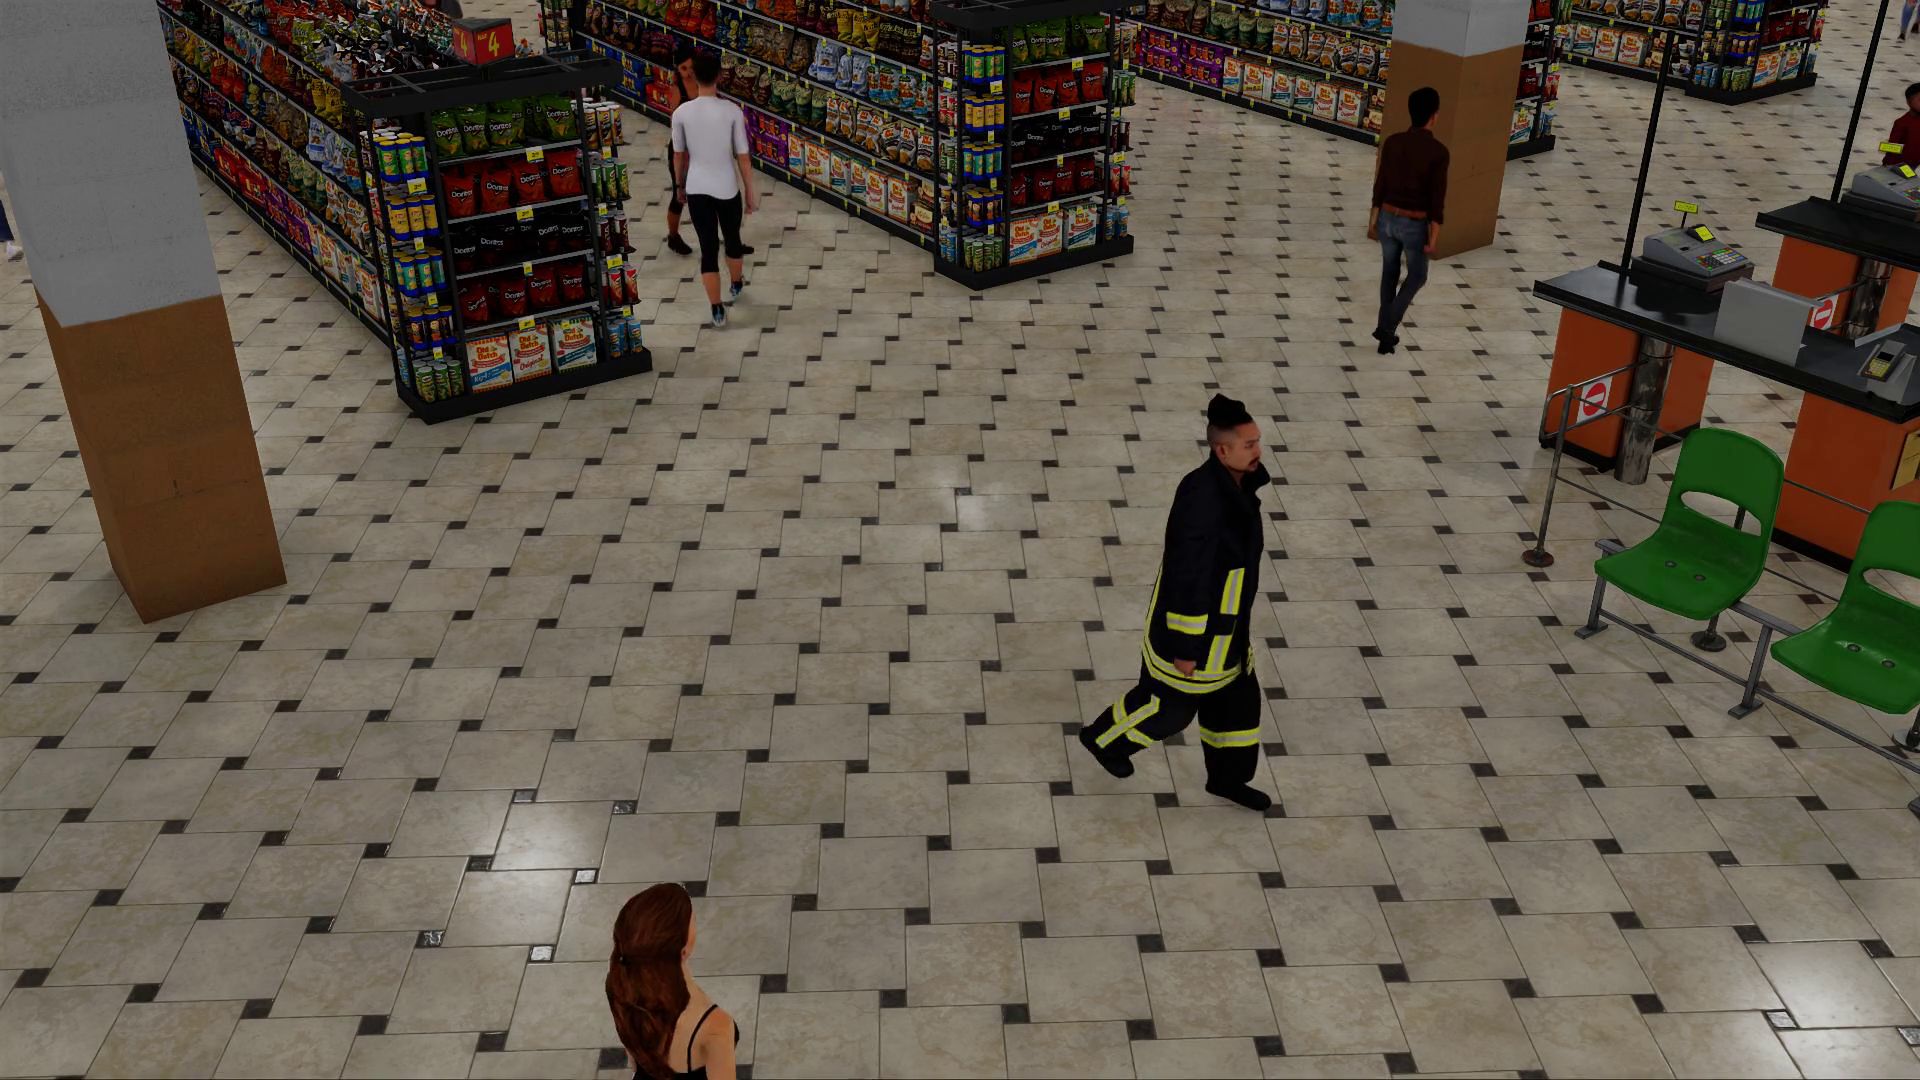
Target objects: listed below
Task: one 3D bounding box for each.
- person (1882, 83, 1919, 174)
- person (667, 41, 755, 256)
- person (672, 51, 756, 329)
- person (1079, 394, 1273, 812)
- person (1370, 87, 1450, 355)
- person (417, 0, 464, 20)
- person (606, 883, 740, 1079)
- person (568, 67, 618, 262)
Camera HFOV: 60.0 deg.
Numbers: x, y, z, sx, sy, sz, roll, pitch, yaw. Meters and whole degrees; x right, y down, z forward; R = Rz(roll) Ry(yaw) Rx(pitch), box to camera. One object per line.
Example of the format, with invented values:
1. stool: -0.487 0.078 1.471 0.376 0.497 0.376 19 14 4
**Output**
1. person: 7.362 -2.949 13.029 0.546 1.255 0.540 -11 30 -19
2. person: -2.086 -2.927 12.589 1.111 1.637 0.768 22 36 35
3. person: -1.680 -2.341 11.323 0.987 1.823 1.166 -3 29 -6
4. person: 0.880 0.252 6.565 1.185 1.830 1.004 16 33 27
5. person: 2.836 -2.009 10.771 0.860 1.768 0.863 20 34 32
6. person: -4.541 -4.055 14.425 0.718 1.858 0.710 -17 33 -28
7. person: -0.766 1.608 4.309 0.706 1.612 0.766 17 33 28
8. person: -2.700 -2.626 12.080 0.653 1.597 0.863 -23 36 -35
